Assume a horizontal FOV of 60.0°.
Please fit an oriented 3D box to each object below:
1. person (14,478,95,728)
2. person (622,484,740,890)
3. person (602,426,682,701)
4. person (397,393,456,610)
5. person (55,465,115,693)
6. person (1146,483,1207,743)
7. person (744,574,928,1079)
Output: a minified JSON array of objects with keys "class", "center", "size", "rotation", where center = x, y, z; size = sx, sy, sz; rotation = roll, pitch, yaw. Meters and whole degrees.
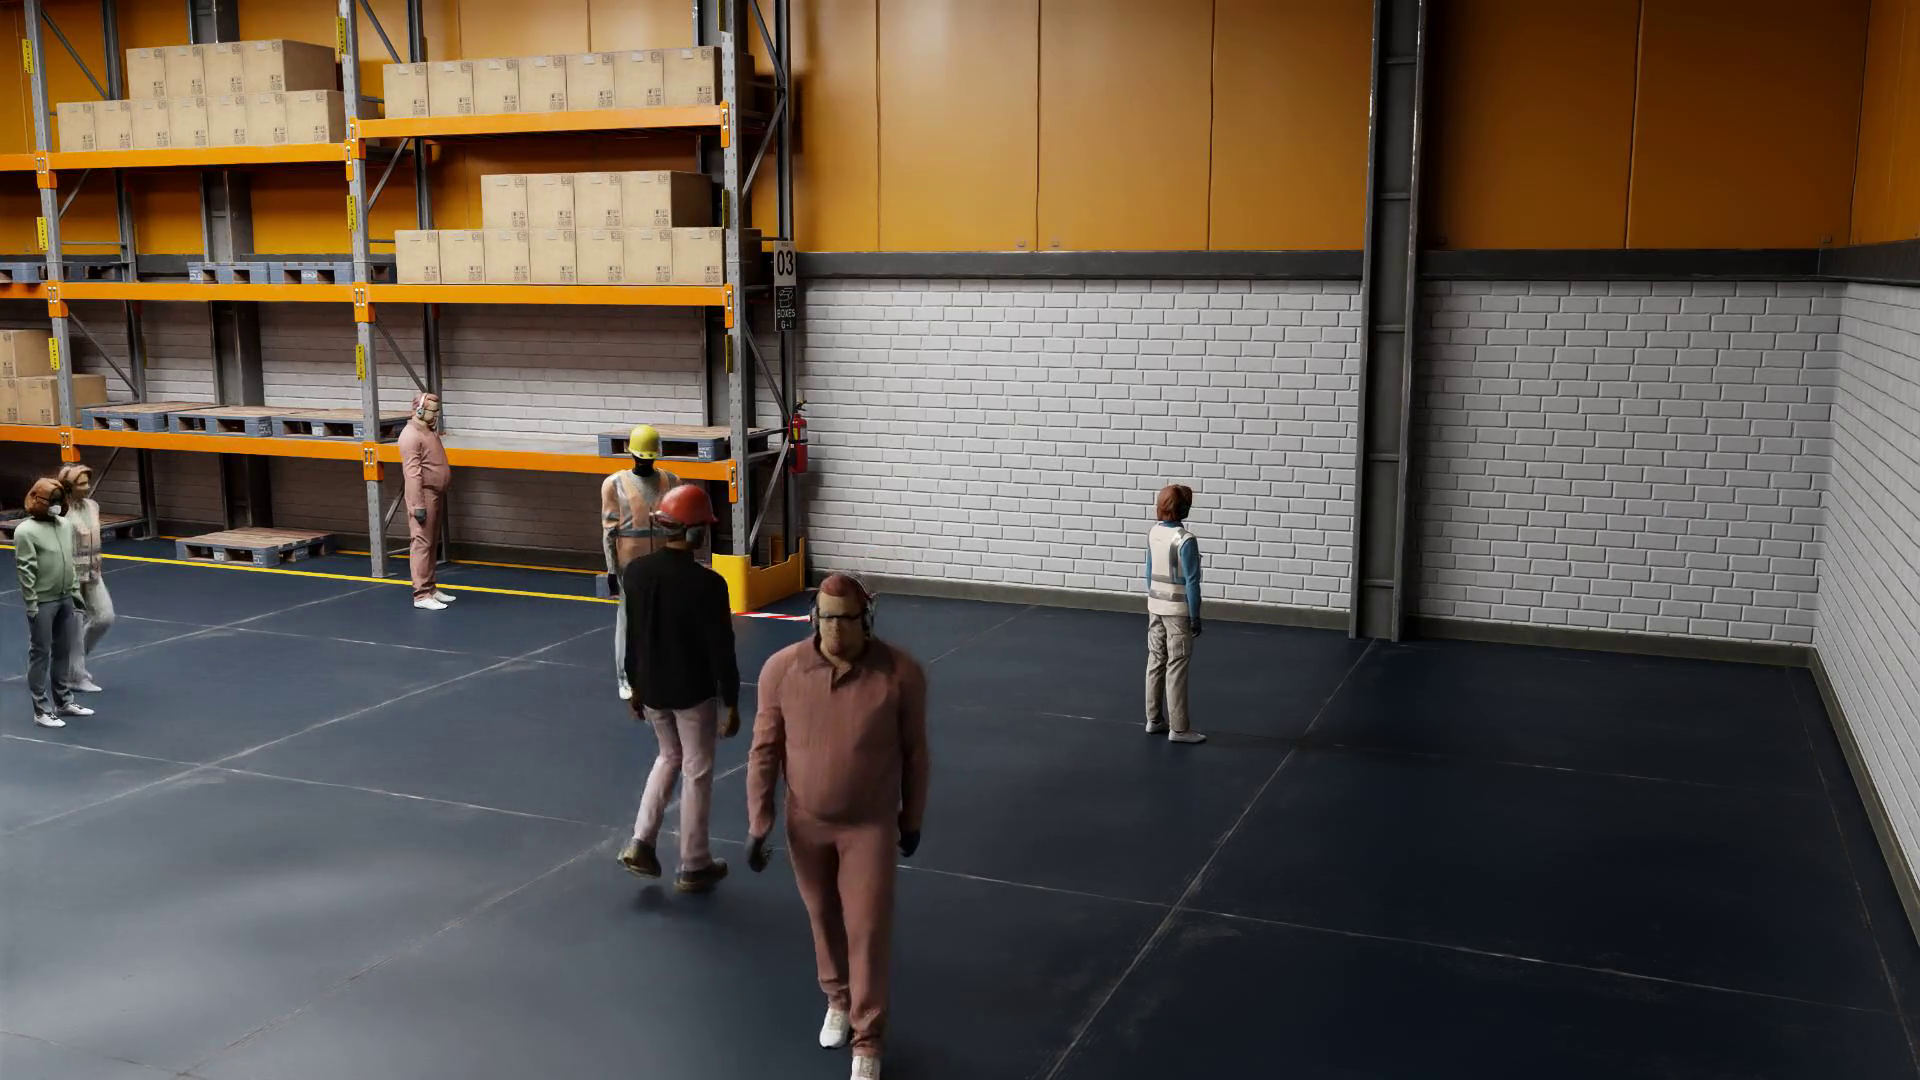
[{"class":"person","center":[-5.962,0.402,10.933],"size":[0.278,1.633,0.498],"rotation":[1,9,9]},{"class":"person","center":[-1.325,0.721,7.947],"size":[0.652,1.981,0.450],"rotation":[6,11,31]},{"class":"person","center":[-2.189,0.151,11.608],"size":[0.589,1.914,0.398],"rotation":[-6,11,-32]},{"class":"person","center":[-4.688,-0.347,14.665],"size":[0.409,1.904,0.640],"rotation":[-1,9,-4]},{"class":"person","center":[-6.213,0.276,11.724],"size":[0.375,1.626,0.509],"rotation":[2,10,11]},{"class":"person","center":[1.351,0.463,10.539],"size":[0.307,1.645,0.513],"rotation":[-5,11,-28]},{"class":"person","center":[-0.472,1.073,6.155],"size":[0.651,1.875,0.868],"rotation":[1,9,8]}]
